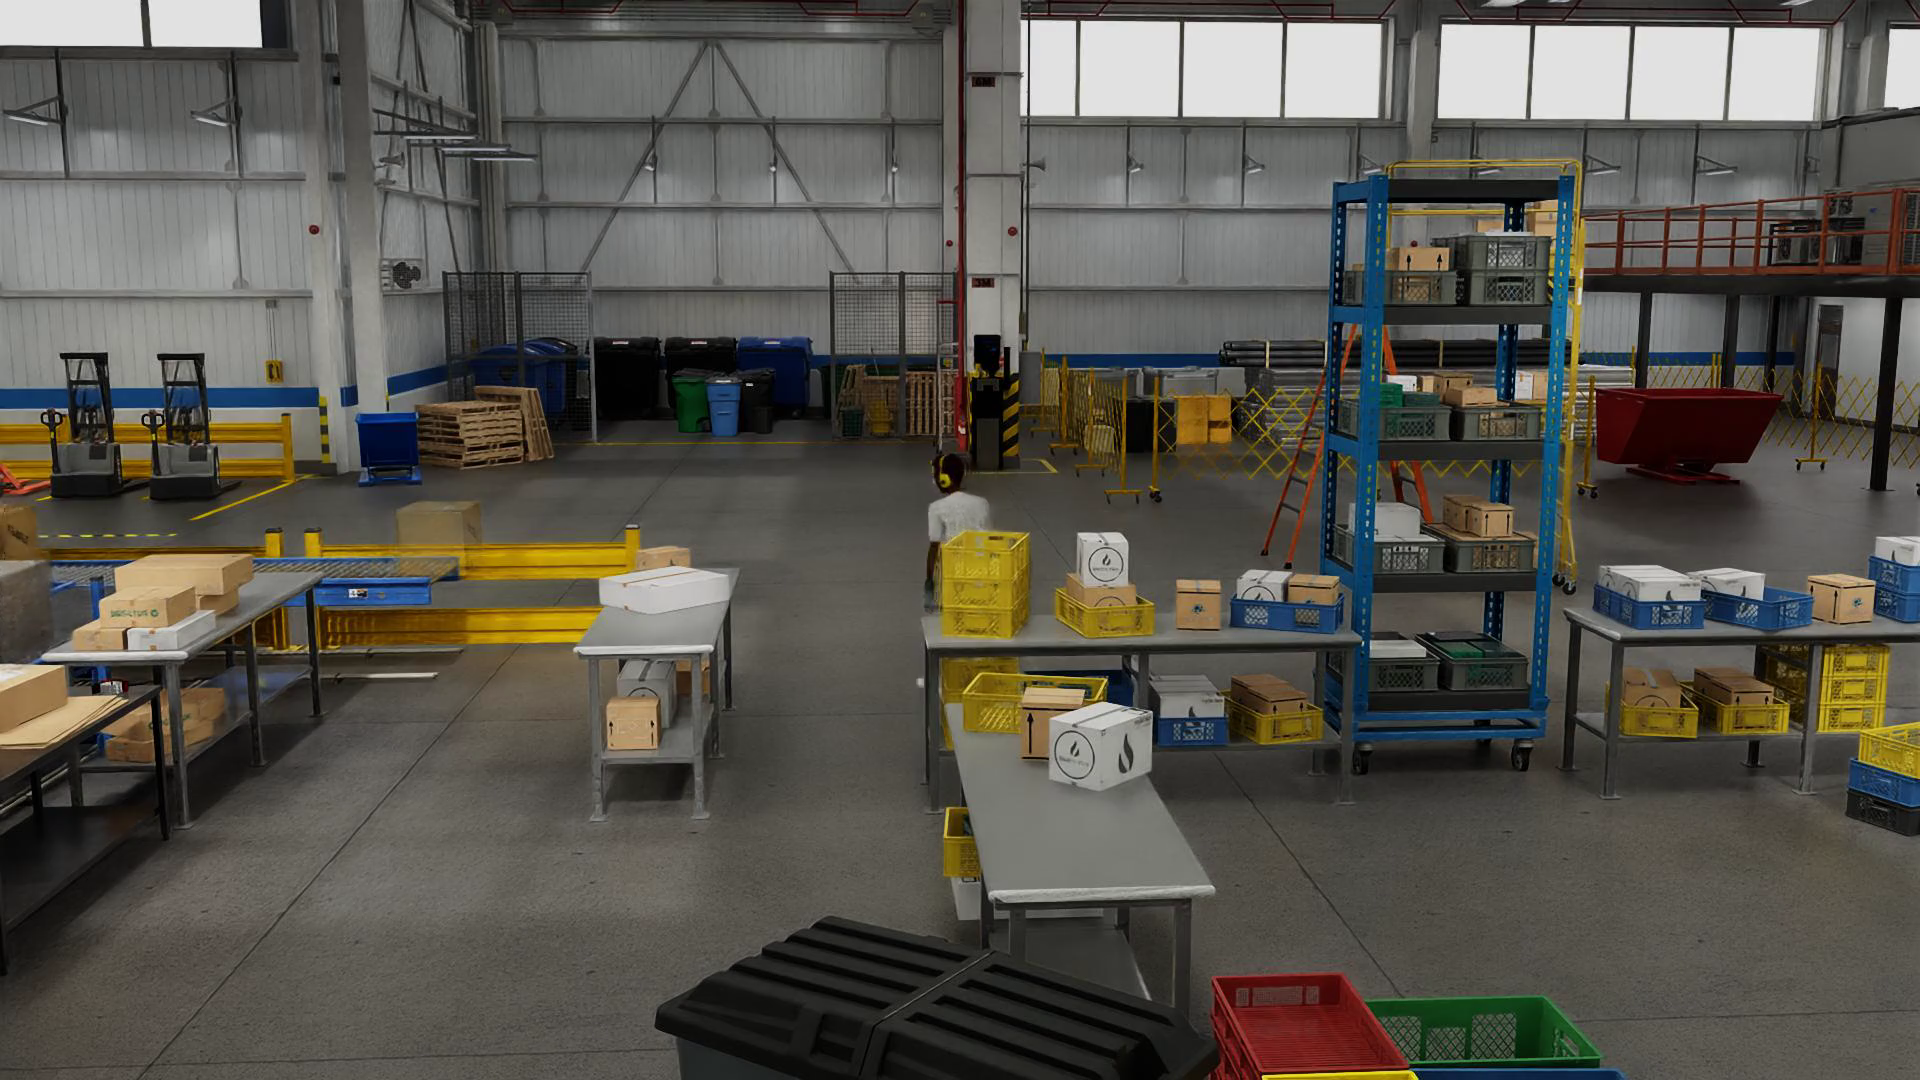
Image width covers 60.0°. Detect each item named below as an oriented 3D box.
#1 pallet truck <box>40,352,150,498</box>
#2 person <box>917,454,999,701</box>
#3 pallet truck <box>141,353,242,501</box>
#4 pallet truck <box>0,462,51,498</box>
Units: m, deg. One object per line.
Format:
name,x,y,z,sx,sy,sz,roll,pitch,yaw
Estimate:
pallet truck,-11.907,-1.642,23.165,0.823,1.965,1.885,0,9,0
person,0.031,0.318,11.456,0.561,1.815,1.001,-8,12,-39
pallet truck,-10.520,-1.604,22.925,0.823,1.965,1.885,-1,9,-6
pallet truck,-13.193,-1.293,23.148,0.653,1.274,1.630,-1,9,-4
